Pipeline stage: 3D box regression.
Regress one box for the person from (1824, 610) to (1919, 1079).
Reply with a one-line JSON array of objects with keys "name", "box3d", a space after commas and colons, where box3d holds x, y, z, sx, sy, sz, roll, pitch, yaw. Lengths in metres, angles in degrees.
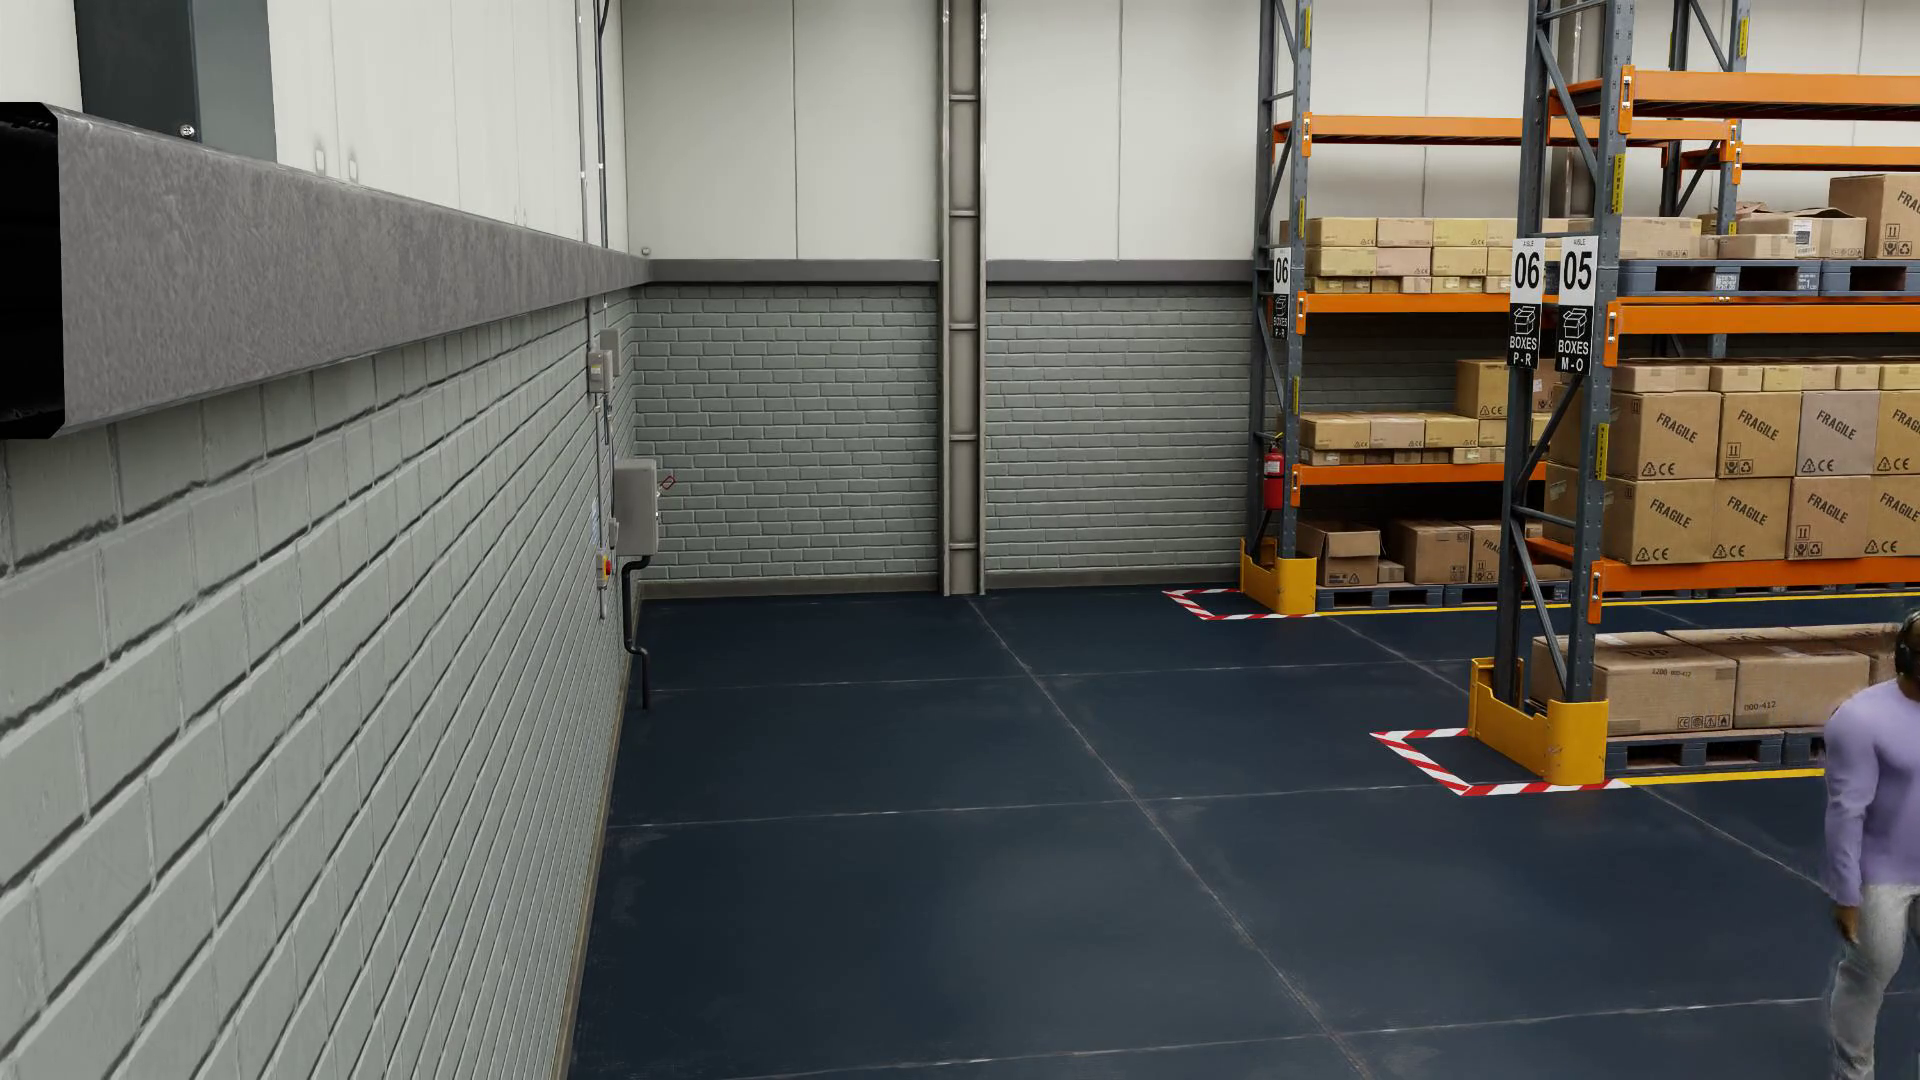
[{"name": "person", "box3d": [3.233, 1.181, 5.592, 0.646, 1.910, 0.750, -1, 9, -3]}]
